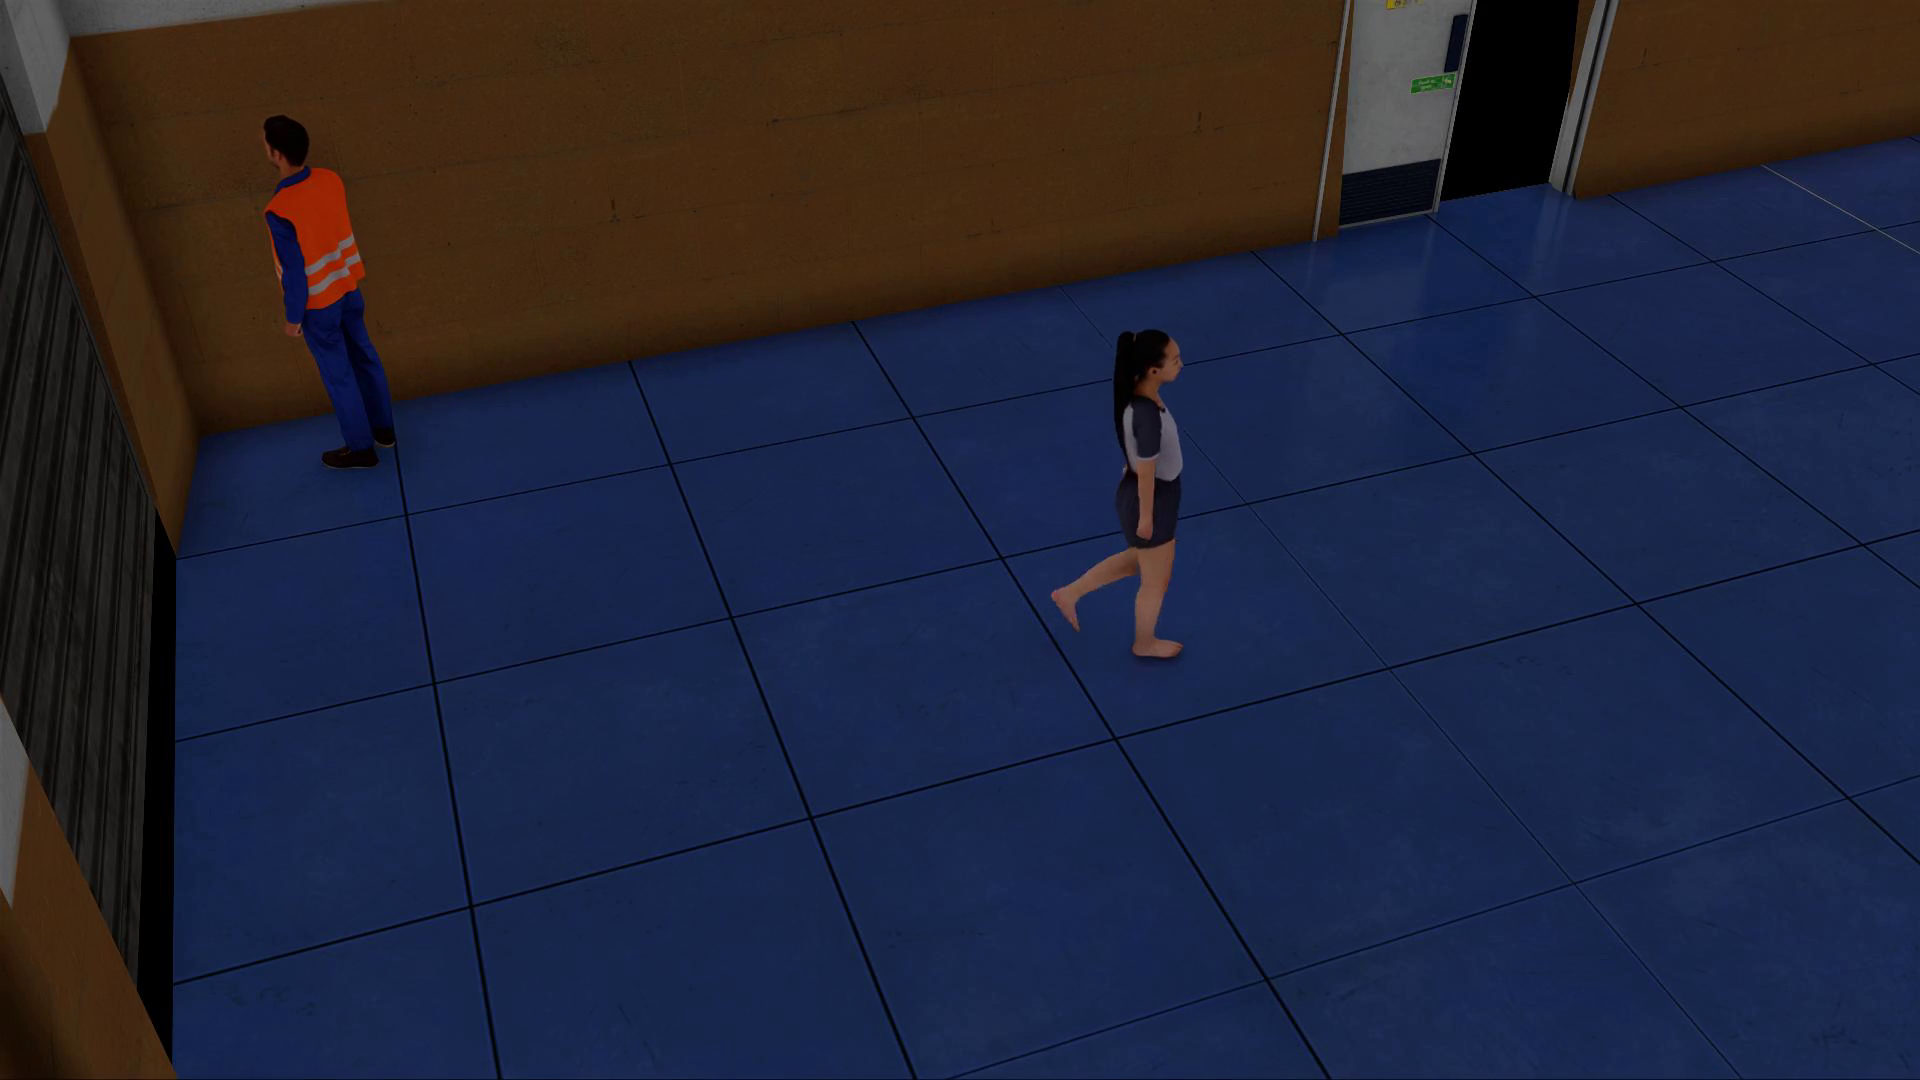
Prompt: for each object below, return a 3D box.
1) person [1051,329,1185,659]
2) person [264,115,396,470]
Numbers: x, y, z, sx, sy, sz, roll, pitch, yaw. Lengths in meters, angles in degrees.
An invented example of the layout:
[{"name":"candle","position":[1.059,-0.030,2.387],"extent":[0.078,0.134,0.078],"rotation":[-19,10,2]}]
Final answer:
[{"name":"person","position":[0.699,-0.150,6.988],"extent":[0.825,1.633,0.855],"rotation":[1,37,1]},{"name":"person","position":[-3.126,-1.201,8.196],"extent":[0.842,1.864,0.744],"rotation":[9,38,12]}]
